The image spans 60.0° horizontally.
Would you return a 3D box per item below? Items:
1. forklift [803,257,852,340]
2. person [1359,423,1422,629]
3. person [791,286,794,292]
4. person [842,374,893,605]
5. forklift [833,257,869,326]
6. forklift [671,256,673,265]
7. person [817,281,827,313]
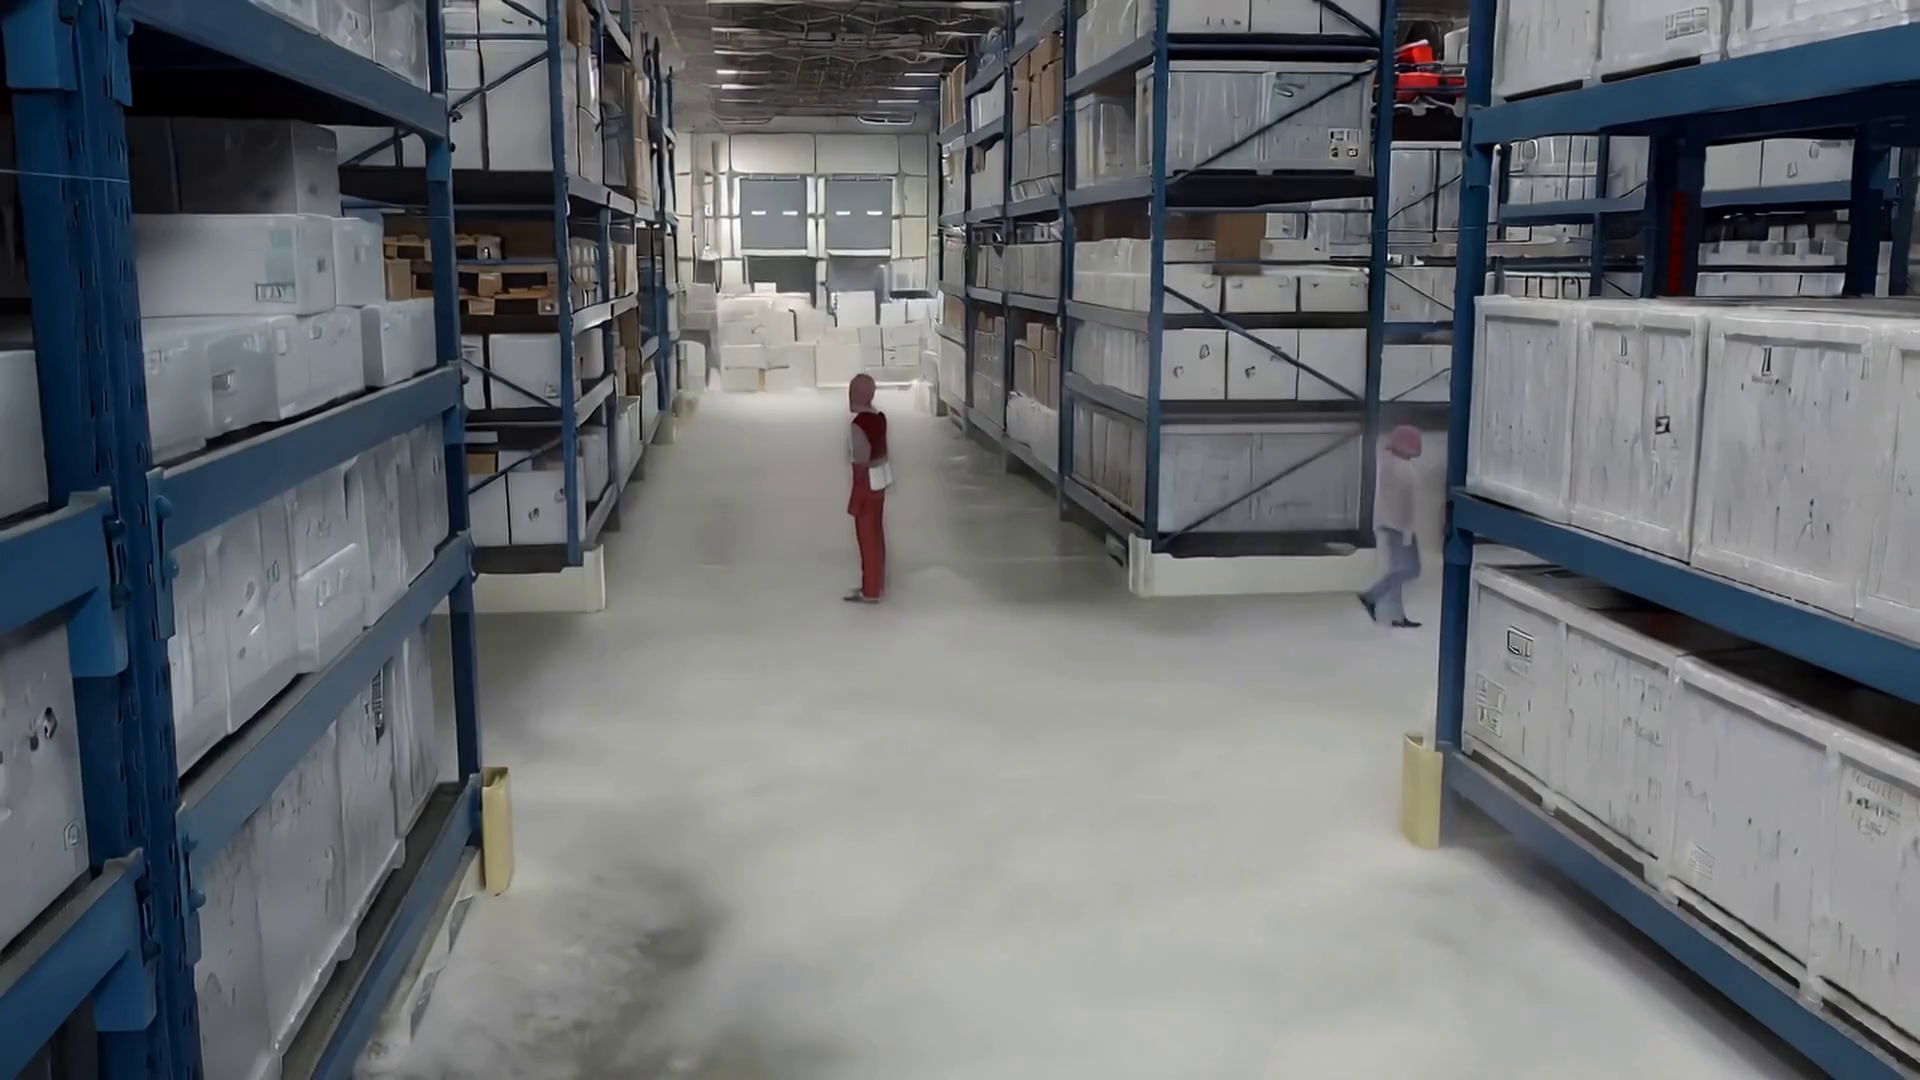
[{"bbox_3d":[-3.510,-5.286,39.342,1.873,2.768,1.129,-1,10,-8],"label":"forklift"},{"bbox_3d":[3.342,-0.093,12.764,0.467,1.619,0.506,-1,10,-6],"label":"person"},{"bbox_3d":[-6.869,-9.663,68.493,0.539,1.614,0.605,6,11,31],"label":"person"},{"bbox_3d":[-0.770,-0.418,13.800,0.393,1.920,0.591,2,10,13],"label":"person"},{"bbox_3d":[-2.970,-6.678,47.442,1.873,2.768,1.129,6,11,30],"label":"forklift"},{"bbox_3d":[-11.044,-9.145,61.805,1.129,2.768,1.873,-1,10,-7],"label":"forklift"},{"bbox_3d":[-5.103,-8.398,60.246,0.454,1.918,0.651,-8,13,-39],"label":"person"}]
